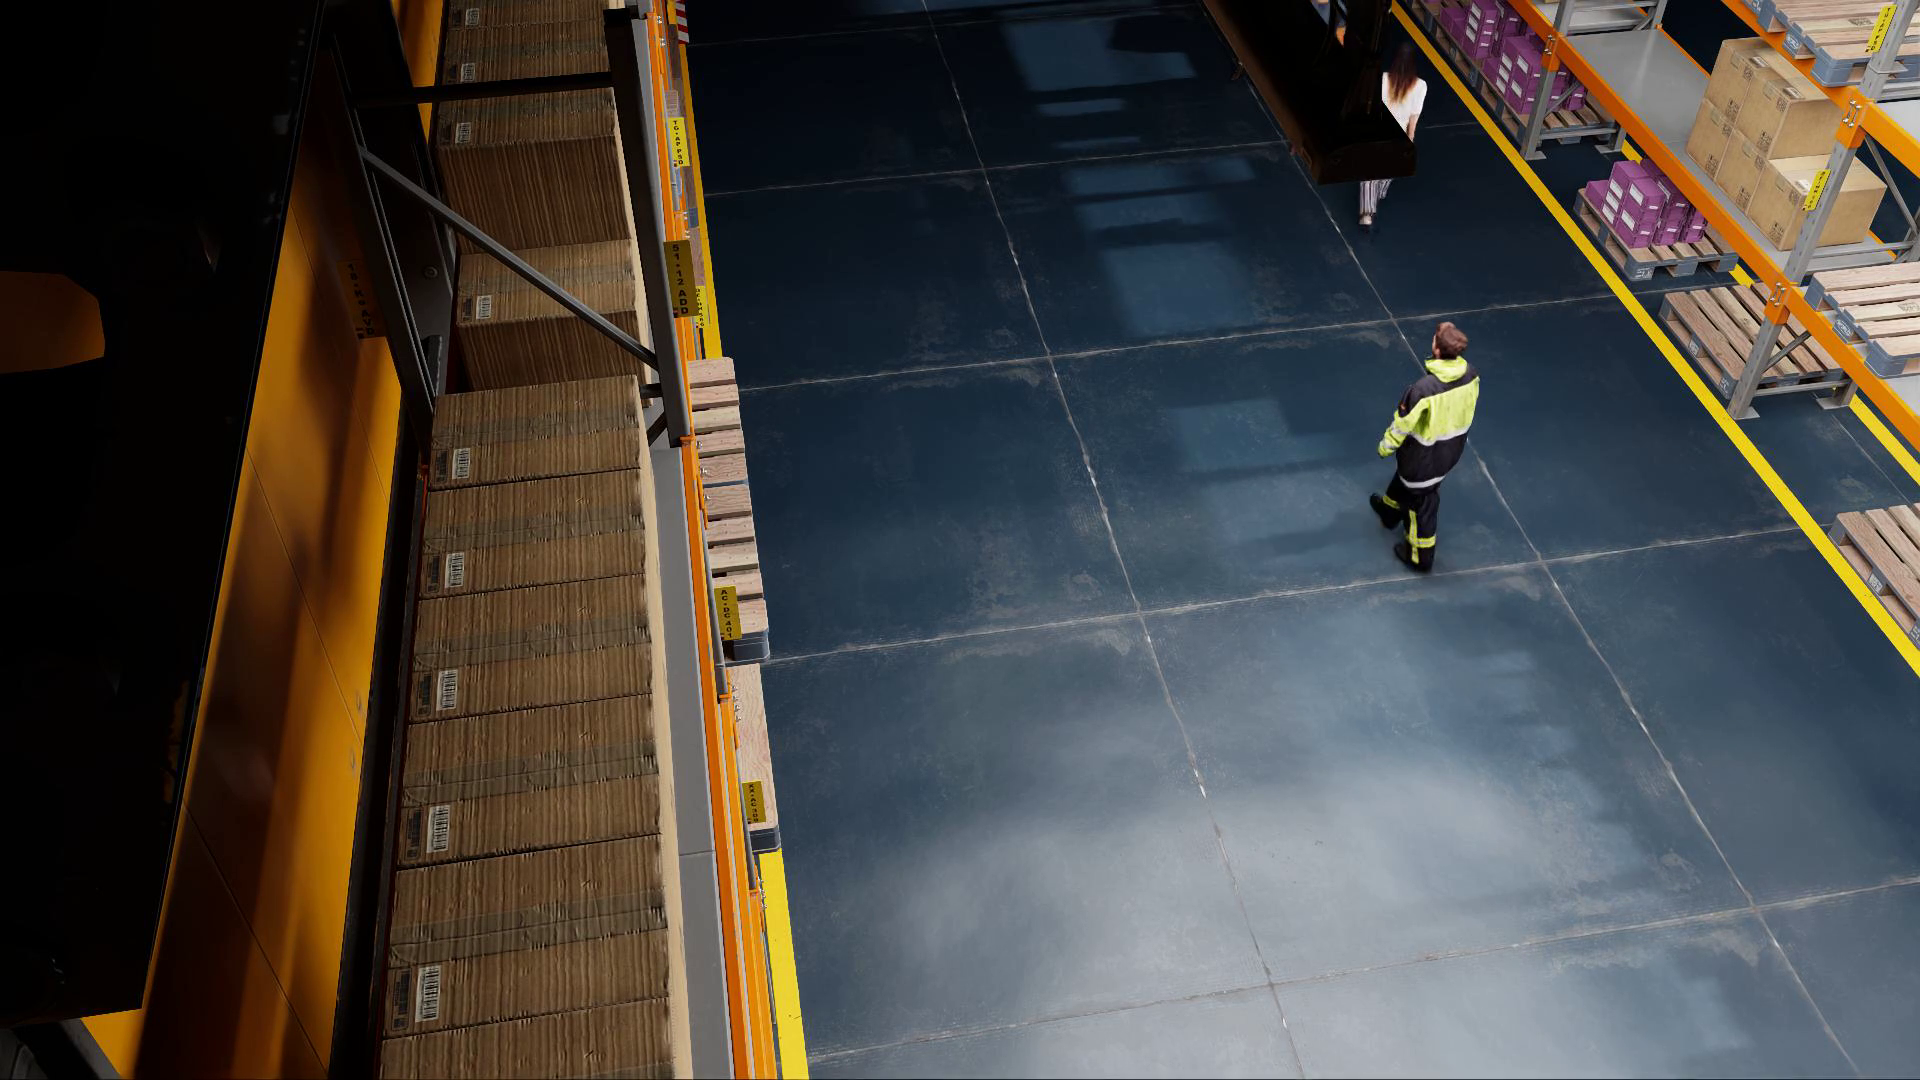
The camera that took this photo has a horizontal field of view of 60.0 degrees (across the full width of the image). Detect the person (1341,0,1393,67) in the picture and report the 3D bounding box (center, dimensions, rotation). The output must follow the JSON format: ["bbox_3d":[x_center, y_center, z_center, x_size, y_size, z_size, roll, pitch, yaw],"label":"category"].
[{"bbox_3d":[3.952,-5.238,16.345,0.705,1.889,0.792,-5,44,-5],"label":"person"}]

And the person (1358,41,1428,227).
[{"bbox_3d":[3.775,-3.572,14.772,0.891,1.646,1.172,2,44,2],"label":"person"}]

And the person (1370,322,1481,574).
[{"bbox_3d":[3.267,-0.575,11.408,1.011,1.948,1.165,-24,49,-23],"label":"person"}]

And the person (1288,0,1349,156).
[{"bbox_3d":[3.361,-4.590,15.737,1.049,1.789,1.132,22,48,22],"label":"person"}]
